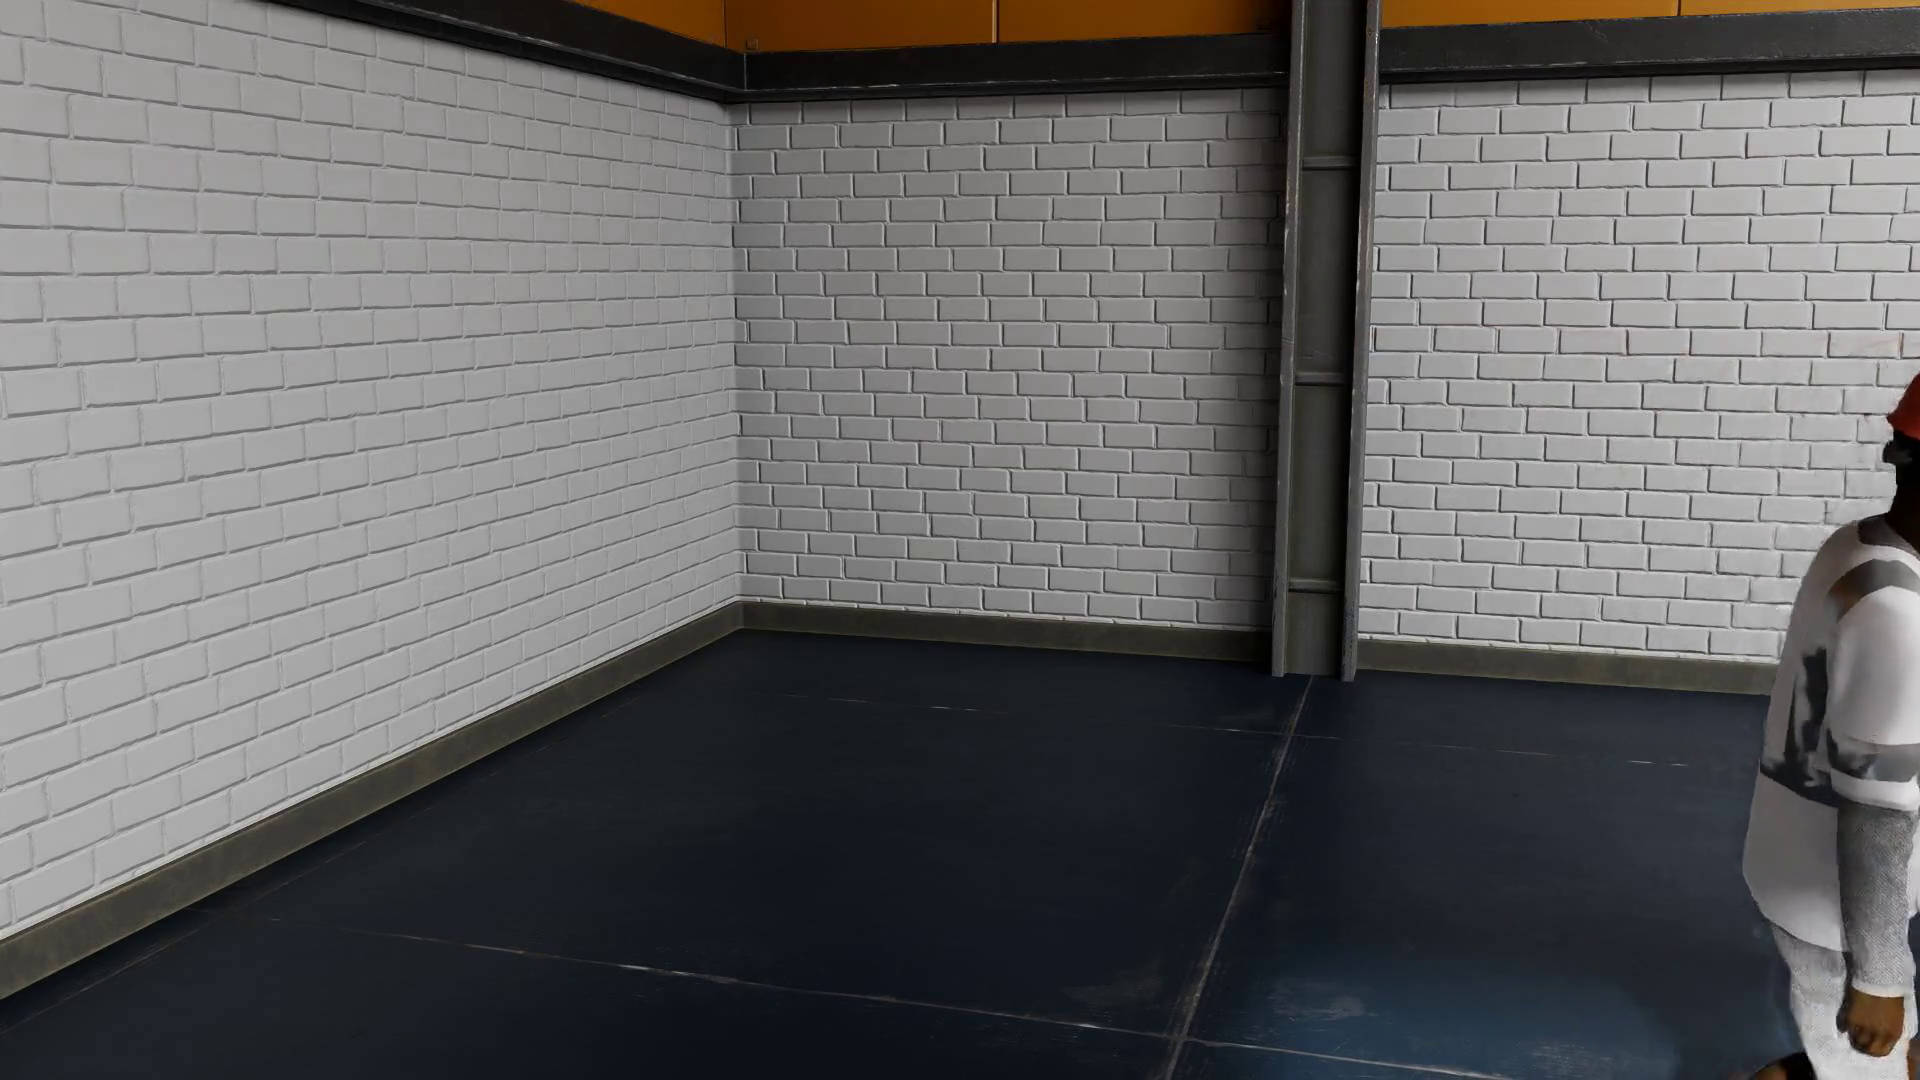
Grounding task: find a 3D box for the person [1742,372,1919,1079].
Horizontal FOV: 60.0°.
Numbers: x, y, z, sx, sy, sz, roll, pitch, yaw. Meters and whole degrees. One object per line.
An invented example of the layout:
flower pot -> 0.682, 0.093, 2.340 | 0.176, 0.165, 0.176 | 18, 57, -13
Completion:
person -> 1.525, 0.609, 2.896 | 0.618, 1.900, 0.602 | 4, 10, 25
